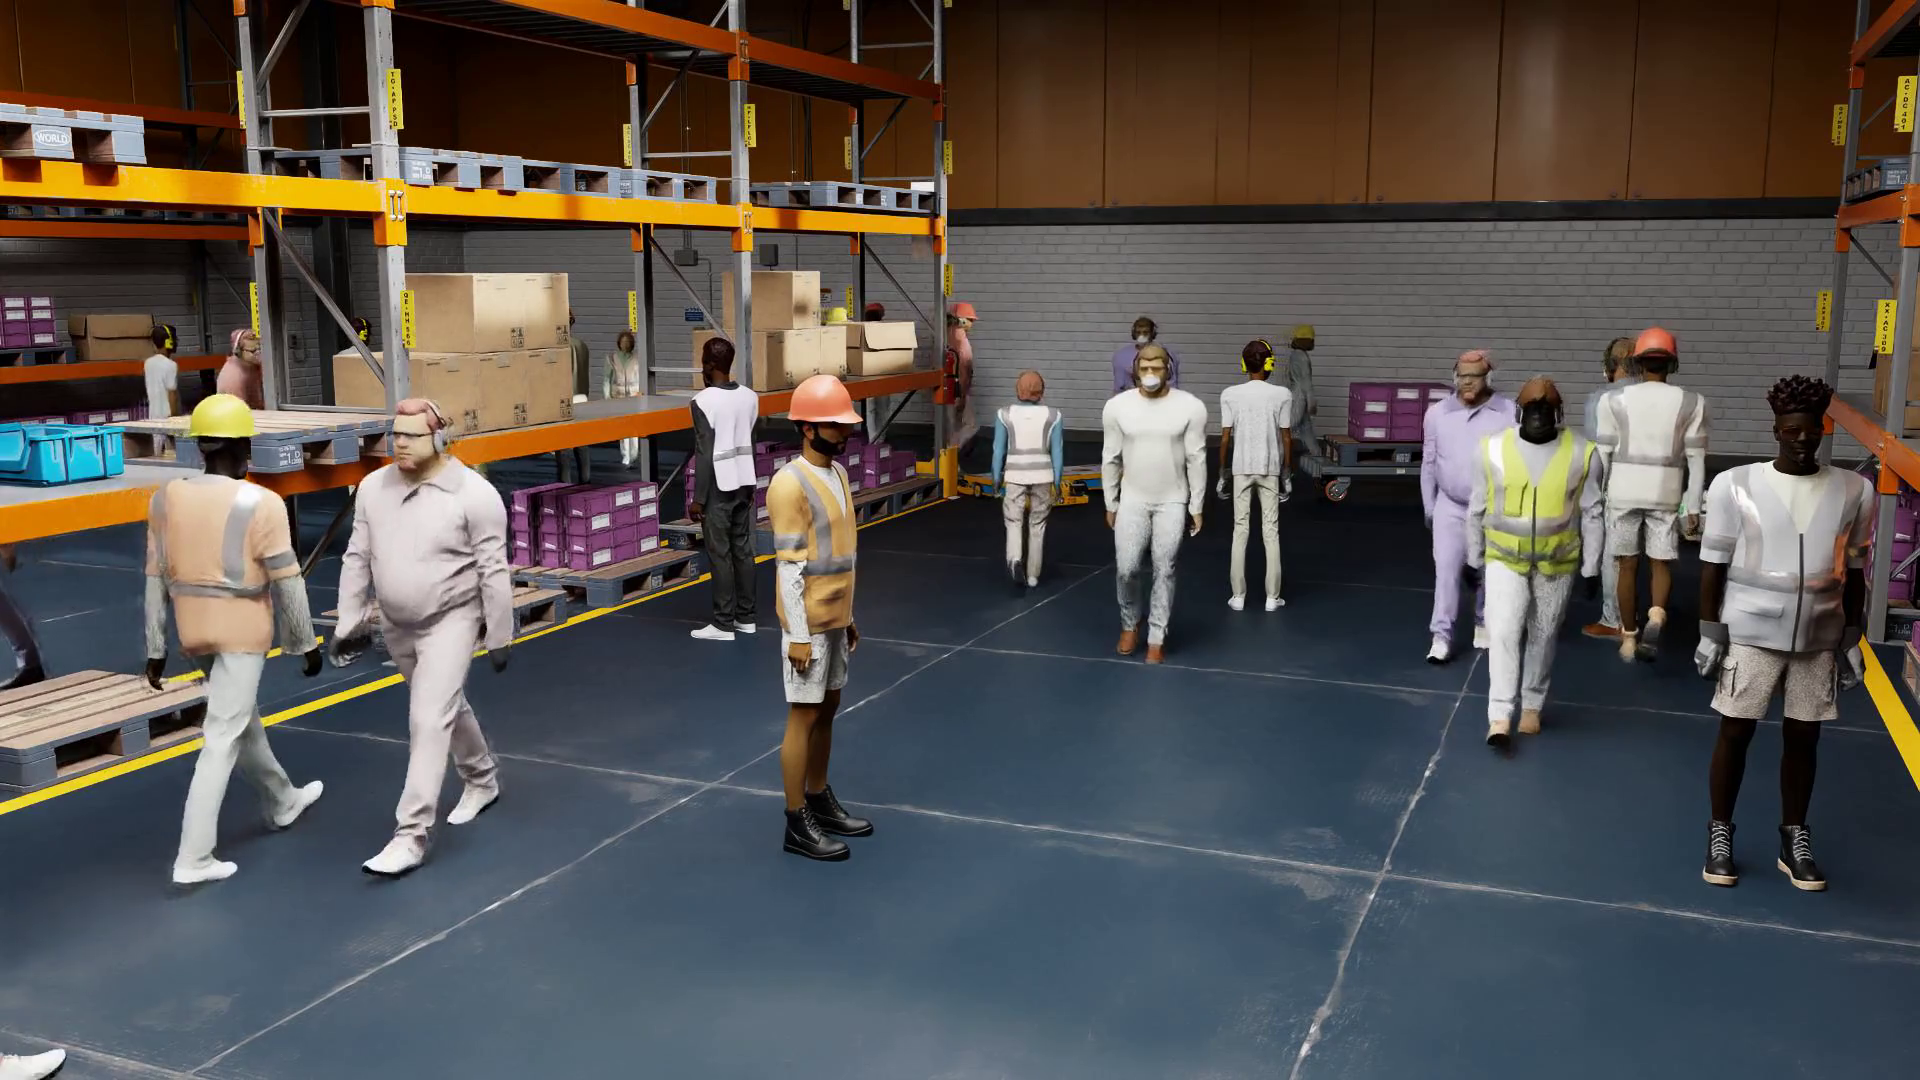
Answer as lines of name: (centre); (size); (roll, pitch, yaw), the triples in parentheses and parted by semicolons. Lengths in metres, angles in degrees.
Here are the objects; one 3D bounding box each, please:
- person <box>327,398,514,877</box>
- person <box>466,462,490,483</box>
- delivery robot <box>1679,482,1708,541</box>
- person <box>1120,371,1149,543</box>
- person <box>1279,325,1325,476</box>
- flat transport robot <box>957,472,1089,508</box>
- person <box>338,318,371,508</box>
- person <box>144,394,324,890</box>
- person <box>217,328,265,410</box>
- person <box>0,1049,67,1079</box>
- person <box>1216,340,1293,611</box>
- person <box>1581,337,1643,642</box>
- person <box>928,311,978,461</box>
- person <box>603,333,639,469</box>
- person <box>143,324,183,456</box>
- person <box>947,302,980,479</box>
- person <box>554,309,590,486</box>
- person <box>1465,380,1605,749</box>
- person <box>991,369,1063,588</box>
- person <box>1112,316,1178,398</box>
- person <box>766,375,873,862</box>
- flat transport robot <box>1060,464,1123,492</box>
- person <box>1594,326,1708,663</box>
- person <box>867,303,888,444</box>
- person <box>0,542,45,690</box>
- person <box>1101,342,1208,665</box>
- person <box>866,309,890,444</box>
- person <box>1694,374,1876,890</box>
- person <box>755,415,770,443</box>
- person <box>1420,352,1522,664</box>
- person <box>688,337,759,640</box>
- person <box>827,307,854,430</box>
person: (-2.161, 0.348, 6.728); (0.650, 1.849, 1.041); (4, 10, 21)
person: (-4.530, -0.980, 15.423); (0.533, 1.616, 0.339); (7, 11, 35)
delivery robot: (6.194, -0.251, 13.969); (0.477, 0.478, 0.707); (3, 10, 19)
person: (1.495, -0.681, 13.729); (0.525, 1.587, 0.879); (3, 10, 15)
person: (3.900, -1.552, 18.678); (0.884, 1.700, 0.503); (0, 9, -2)
flat transport robot: (0.616, -0.524, 16.767); (0.652, 0.197, 1.431); (-6, 11, -31)
person: (-5.822, -1.227, 16.216); (0.521, 1.865, 0.327); (5, 11, 30)
person: (-2.873, 0.359, 6.588); (0.609, 1.866, 1.029); (3, 10, 16)
person: (-5.674, -0.727, 13.151); (0.469, 1.880, 0.843); (-3, 10, -16)
person: (-2.940, 0.756, 4.261); (0.662, 1.851, 1.047); (9, 13, 42)
person: (2.027, -0.437, 11.433); (0.520, 1.864, 0.333); (2, 10, 14)
person: (4.153, -0.311, 10.517); (0.698, 1.914, 0.448); (-5, 11, -27)
person: (-0.114, -1.846, 20.052); (0.522, 1.828, 0.586); (4, 10, 21)
person: (-3.921, -1.648, 19.591); (0.528, 1.595, 0.891); (-1, 9, -5)
person: (-7.505, -1.124, 15.736); (0.540, 1.826, 0.962); (5, 11, 29)
person: (-0.019, -1.631, 18.339); (0.479, 1.971, 0.612); (-4, 10, -25)
person: (-3.986, -1.378, 16.778); (0.404, 1.987, 0.608); (5, 11, 29)
person: (2.806, 0.133, 8.142); (0.654, 1.802, 0.901); (3, 10, 17)
person: (0.489, -0.419, 12.052); (0.525, 1.626, 0.583); (0, 9, 2)
person: (1.784, -1.207, 15.996); (0.642, 1.903, 0.990); (2, 10, 12)
person: (-0.551, 0.305, 6.705); (0.359, 1.938, 0.547); (3, 10, 17)
flat transport robot: (1.356, -0.650, 17.529); (1.431, 0.197, 0.652); (-6, 11, -31)
person: (4.031, -0.240, 9.781); (0.628, 2.022, 0.680); (4, 10, 21)
person: (-1.123, -2.199, 22.065); (0.344, 1.893, 0.771); (-2, 10, -11)
person: (-5.422, 0.035, 8.999); (0.550, 1.711, 0.921); (5, 11, 28)
person: (1.145, -0.204, 9.846); (0.630, 1.925, 0.434); (1, 9, 8)
person: (-1.127, -2.029, 21.238); (0.659, 1.803, 0.780); (-2, 10, -13)
person: (3.124, 0.354, 6.328); (0.613, 1.961, 0.361); (2, 10, 10)
person: (-2.222, -1.319, 16.945); (0.522, 1.818, 0.921); (6, 11, 34)
person: (3.087, -0.202, 10.026); (0.652, 1.858, 0.997); (4, 10, 25)
person: (-1.491, -0.322, 10.561); (0.377, 1.917, 0.599); (5, 11, 29)
person: (-1.294, -1.578, 18.177); (0.502, 1.912, 0.609); (0, 9, 3)
